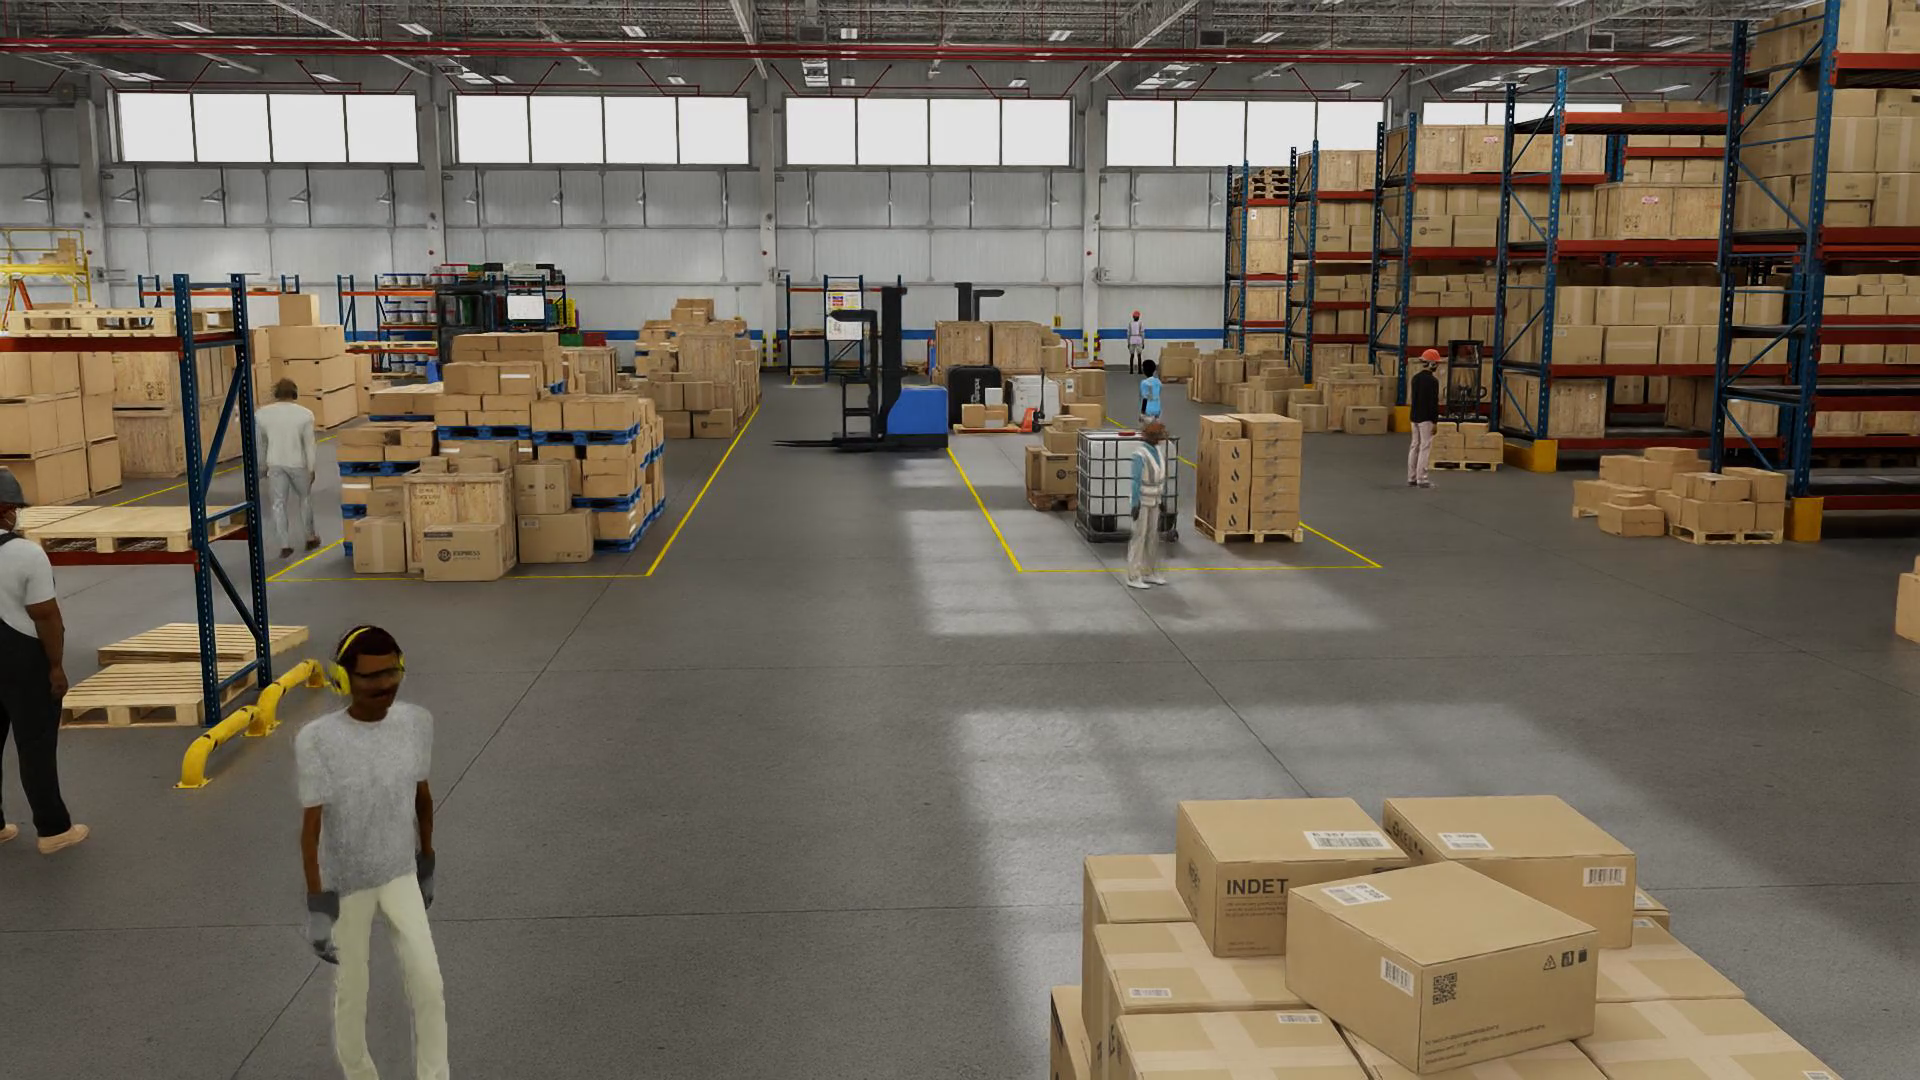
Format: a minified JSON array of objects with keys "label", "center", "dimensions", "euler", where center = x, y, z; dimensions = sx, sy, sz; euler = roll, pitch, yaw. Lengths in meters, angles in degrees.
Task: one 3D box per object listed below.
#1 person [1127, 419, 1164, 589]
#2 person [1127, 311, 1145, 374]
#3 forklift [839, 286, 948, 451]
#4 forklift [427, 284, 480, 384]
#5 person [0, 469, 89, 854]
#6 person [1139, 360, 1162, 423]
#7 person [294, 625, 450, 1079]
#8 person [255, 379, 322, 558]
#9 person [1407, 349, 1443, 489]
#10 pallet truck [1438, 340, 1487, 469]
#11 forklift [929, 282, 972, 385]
[{"label":"person","center":[1.805,-0.354,16.135],"dimensions":[0.314,1.635,0.524],"euler":[6,11,34]},{"label":"person","center":[5.385,-6.039,50.899],"dimensions":[0.544,1.939,0.354],"euler":[2,9,15]},{"label":"forklift","center":[-1.161,-2.977,28.722],"dimensions":[1.873,2.768,1.129],"euler":[-1,9,-4]},{"label":"forklift","center":[-11.146,-4.298,37.019],"dimensions":[1.129,2.768,1.873],"euler":[-6,11,-31]},{"label":"person","center":[-4.978,0.626,8.727],"dimensions":[0.673,2.000,0.535],"euler":[1,9,5]},{"label":"person","center":[3.010,-2.012,26.361],"dimensions":[0.322,1.699,0.535],"euler":[6,11,35]},{"label":"person","center":[-1.985,1.211,5.681],"dimensions":[0.525,1.836,0.738],"euler":[-7,12,-38]},{"label":"person","center":[-7.289,-0.801,18.101],"dimensions":[0.650,1.898,0.916],"euler":[-1,9,-8]},{"label":"person","center":[6.614,-1.709,23.586],"dimensions":[0.410,1.987,0.607],"euler":[-3,9,-16]},{"label":"pallet truck","center":[8.004,-2.170,26.422],"dimensions":[0.823,1.965,1.885],"euler":[2,9,14]},{"label":"forklift","center":[0.112,-5.570,45.007],"dimensions":[1.873,2.768,1.129],"euler":[-1,9,-4]}]
